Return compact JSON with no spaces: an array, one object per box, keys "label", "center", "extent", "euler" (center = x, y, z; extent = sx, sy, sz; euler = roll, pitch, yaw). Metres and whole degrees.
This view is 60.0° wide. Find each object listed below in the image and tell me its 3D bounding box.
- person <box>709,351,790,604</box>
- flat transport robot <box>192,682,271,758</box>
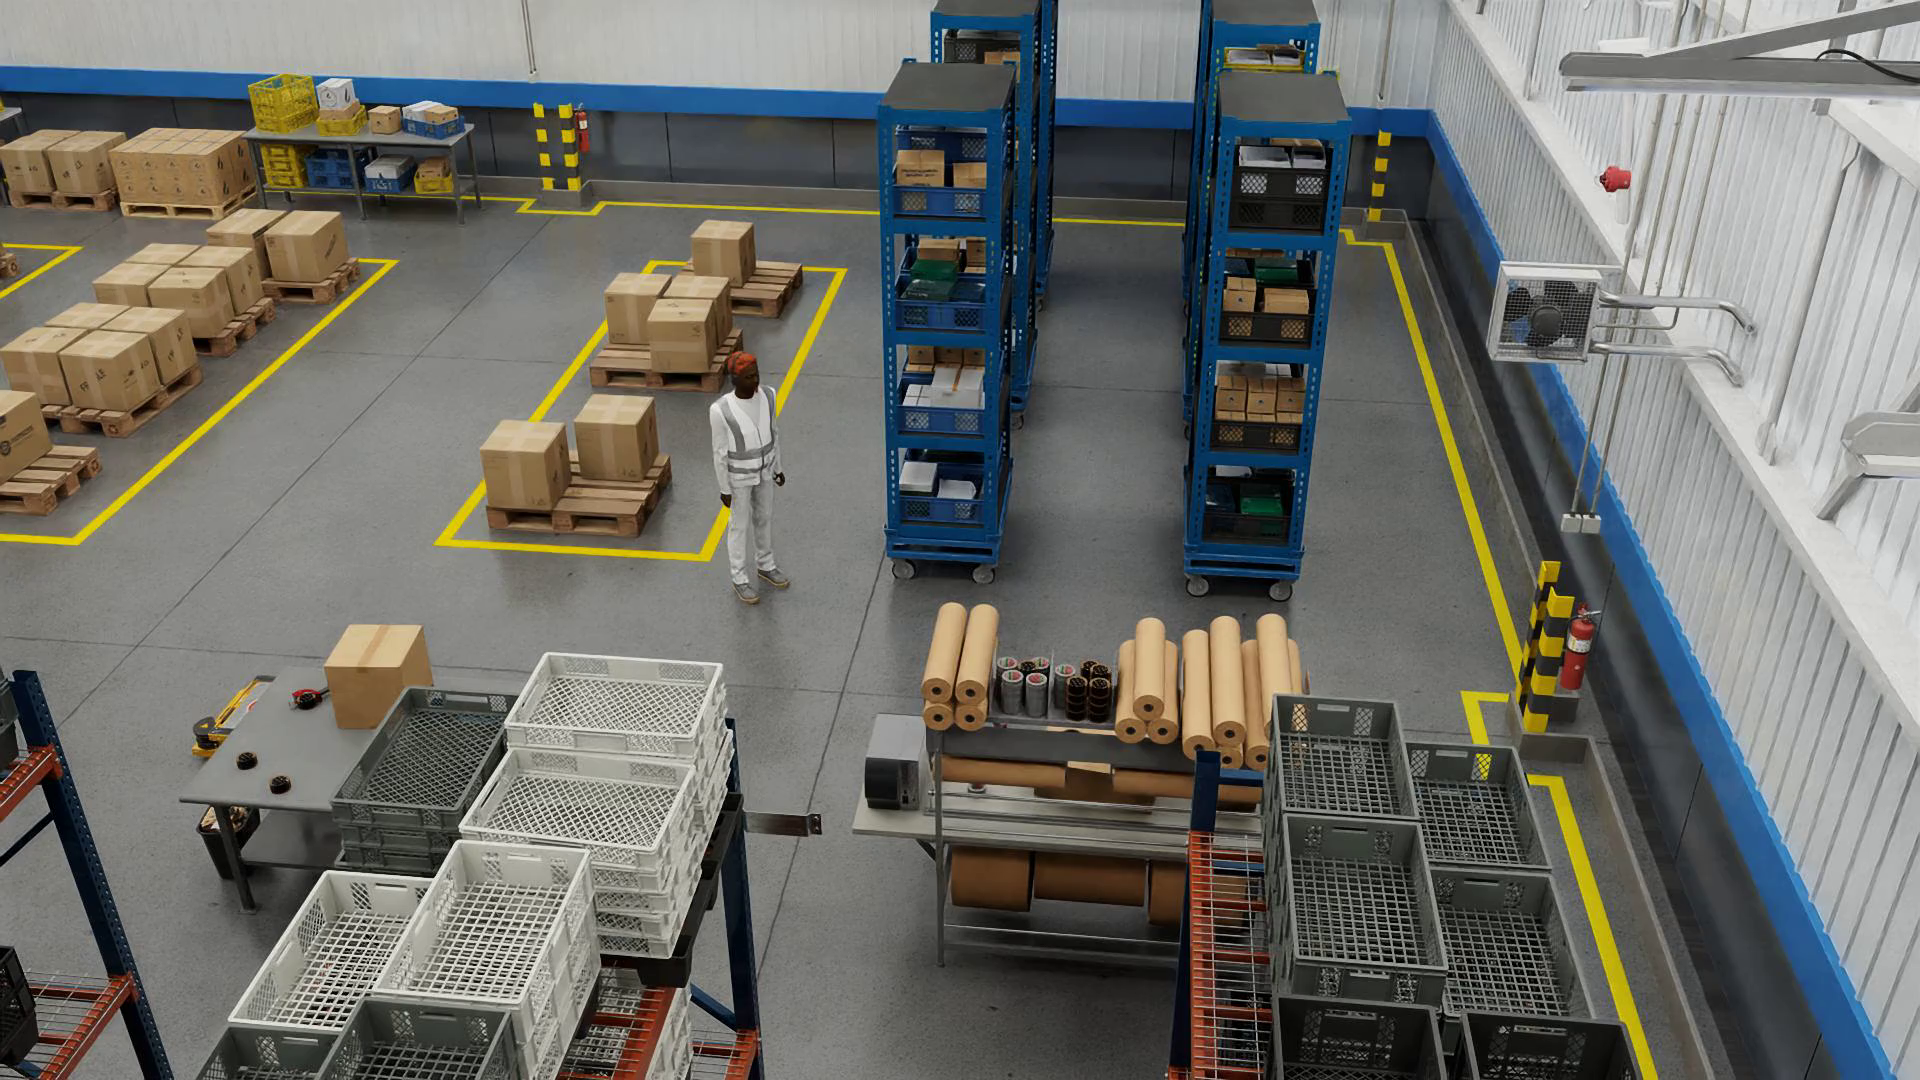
[{"label":"person","center":[-1.490,-0.457,11.853],"extent":[0.356,1.884,0.573],"euler":[25,38,36]},{"label":"flat transport robot","center":[-4.089,1.163,10.648],"extent":[1.431,0.197,0.652],"euler":[3,30,6]}]
